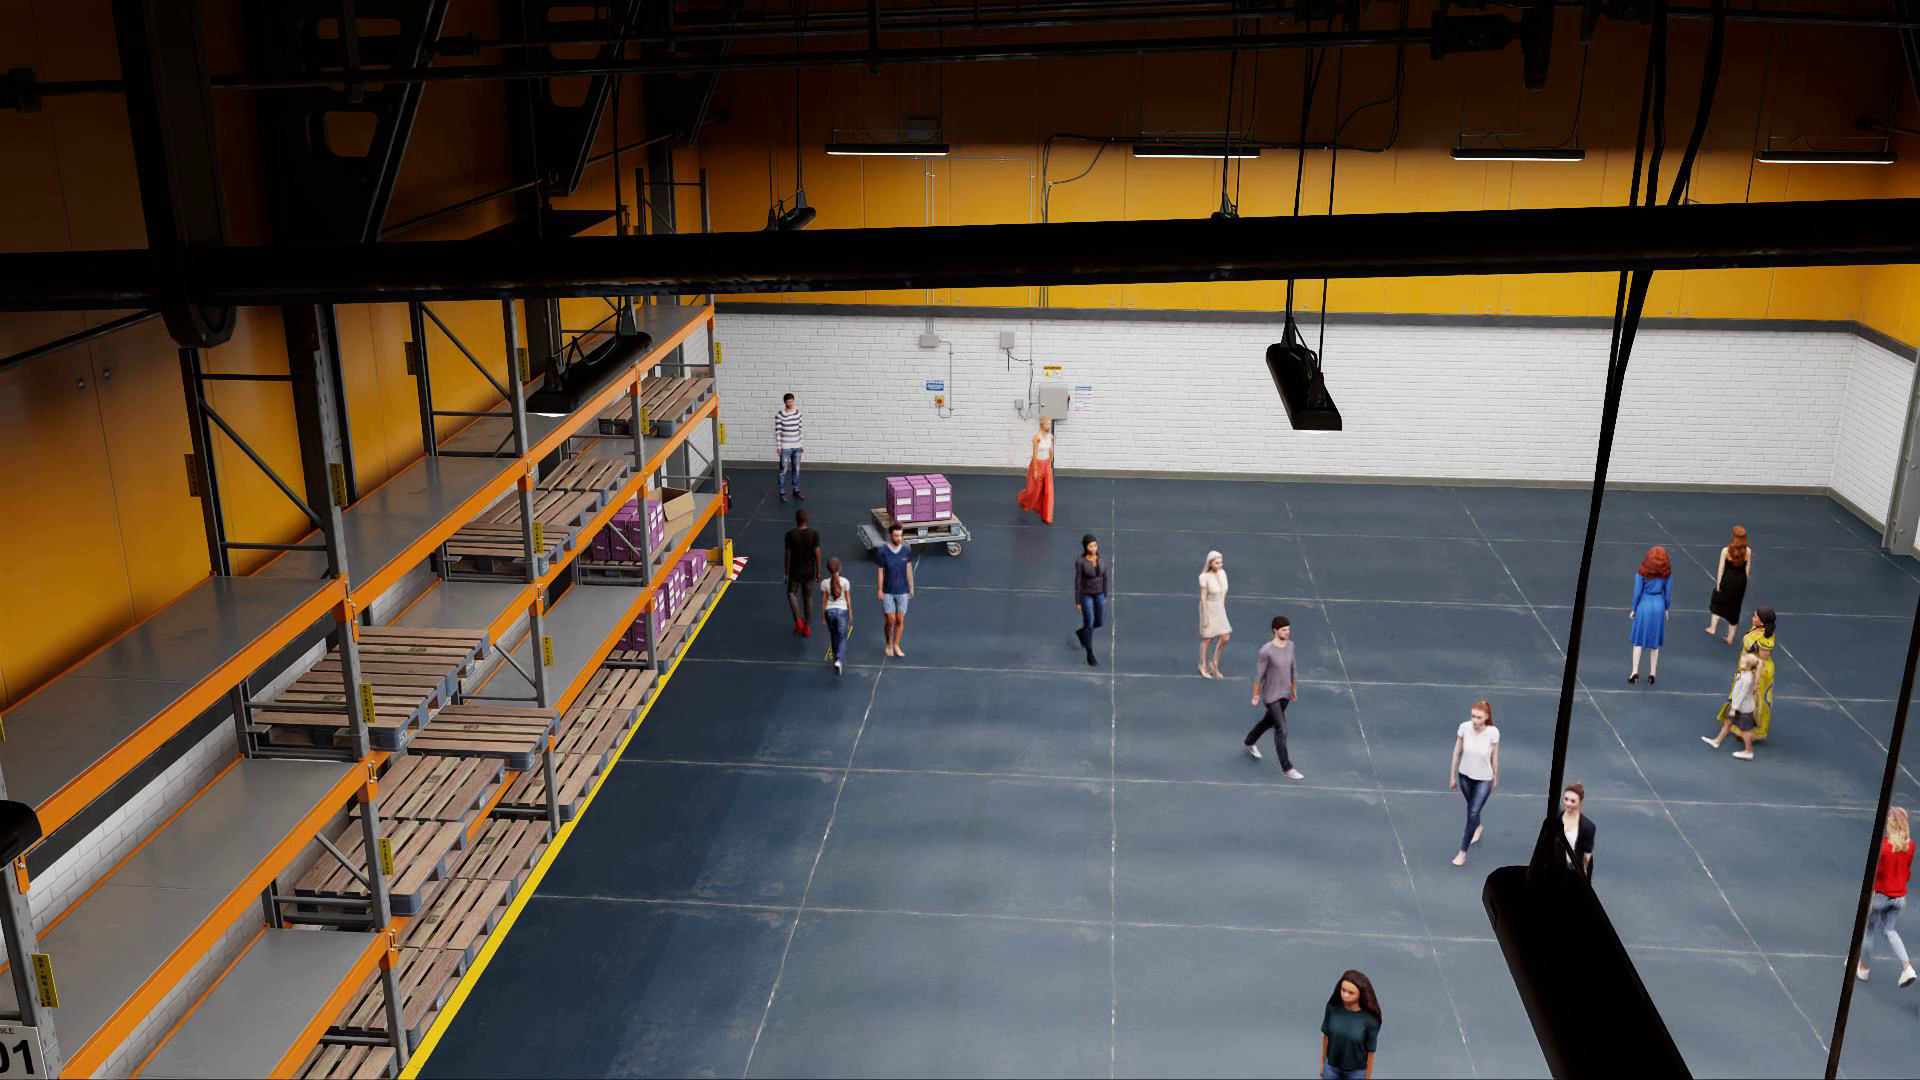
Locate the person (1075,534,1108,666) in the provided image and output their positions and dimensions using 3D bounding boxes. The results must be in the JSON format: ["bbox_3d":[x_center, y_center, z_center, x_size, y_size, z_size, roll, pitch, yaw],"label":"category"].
[{"bbox_3d":[1.668,0.747,21.669,0.854,1.732,0.967,-8,20,-23],"label":"person"}]

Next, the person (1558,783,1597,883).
[{"bbox_3d":[5.572,2.986,15.173,1.015,1.635,1.172,15,23,37],"label":"person"}]

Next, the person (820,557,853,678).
[{"bbox_3d":[-1.573,0.986,21.261,0.529,1.540,1.001,1,19,4],"label":"person"}]

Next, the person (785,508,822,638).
[{"bbox_3d":[-2.118,0.468,22.398,0.779,1.795,0.833,-5,19,-14],"label":"person"}]

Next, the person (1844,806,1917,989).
[{"bbox_3d":[8.137,3.173,14.534,0.825,1.689,0.999,-5,19,-16],"label":"person"}]

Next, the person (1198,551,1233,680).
[{"bbox_3d":[3.130,0.940,21.114,0.753,1.722,0.811,-14,23,-35],"label":"person"}]

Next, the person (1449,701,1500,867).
[{"bbox_3d":[5.248,2.399,16.845,0.948,1.680,1.211,12,22,31],"label":"person"}]

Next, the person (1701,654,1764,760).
[{"bbox_3d":[8.989,1.905,18.981,0.715,1.253,0.786,8,20,22],"label":"person"}]

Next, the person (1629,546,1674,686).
[{"bbox_3d":[8.664,0.952,20.912,0.632,1.827,0.593,3,19,10],"label":"person"}]

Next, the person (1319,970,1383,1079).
[{"bbox_3d":[2.885,3.926,12.409,0.705,1.617,0.739,13,22,33],"label":"person"}]

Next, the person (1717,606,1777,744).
[{"bbox_3d":[9.296,1.540,19.428,0.936,1.660,0.738,4,19,11],"label":"person"}]

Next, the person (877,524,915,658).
[{"bbox_3d":[-0.892,0.637,21.838,0.747,1.833,0.773,-7,20,-21],"label":"person"}]

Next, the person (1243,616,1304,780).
[{"bbox_3d":[3.487,1.711,18.683,1.190,1.811,1.264,-14,23,-35],"label":"person"}]

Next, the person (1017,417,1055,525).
[{"bbox_3d":[1.261,-1.166,27.286,1.028,1.772,1.160,-12,22,-31],"label":"person"}]

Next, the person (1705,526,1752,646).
[{"bbox_3d":[10.350,0.631,22.214,0.596,1.604,0.757,3,19,9],"label":"person"}]

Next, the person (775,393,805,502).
[{"bbox_3d":[-2.919,-1.618,28.502,0.724,1.854,0.729,-10,21,-27],"label":"person"}]
